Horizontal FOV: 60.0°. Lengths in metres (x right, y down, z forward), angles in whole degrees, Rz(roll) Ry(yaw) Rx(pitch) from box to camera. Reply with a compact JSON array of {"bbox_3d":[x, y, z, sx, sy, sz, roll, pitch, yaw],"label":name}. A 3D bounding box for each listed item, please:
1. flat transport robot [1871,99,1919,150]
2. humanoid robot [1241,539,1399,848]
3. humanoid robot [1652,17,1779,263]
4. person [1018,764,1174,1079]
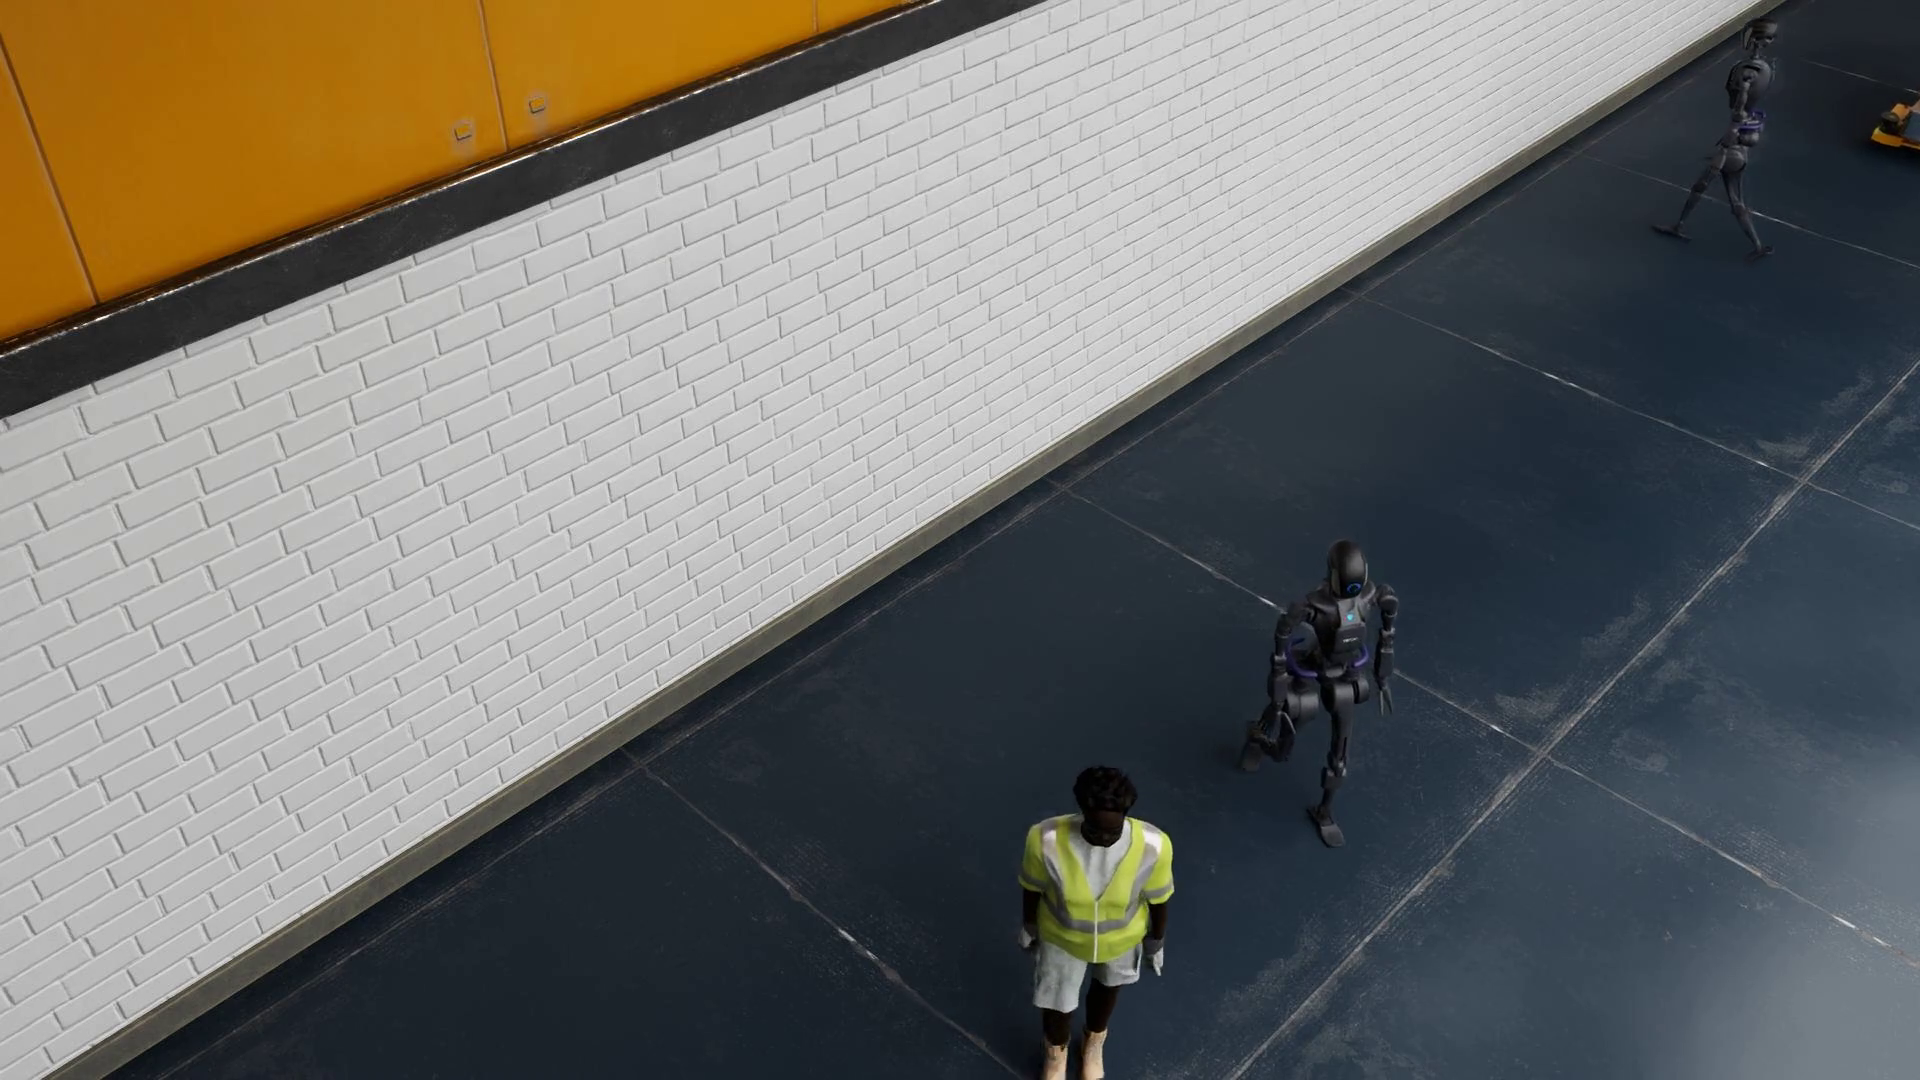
[{"bbox_3d":[7.851,-3.058,12.742,1.431,0.231,0.659,27,46,29],"label":"flat transport robot"},{"bbox_3d":[1.545,0.551,7.126,0.603,1.628,0.645,-9,40,-11],"label":"humanoid robot"},{"bbox_3d":[5.288,-2.683,11.197,0.799,1.645,0.609,19,42,22],"label":"humanoid robot"},{"bbox_3d":[0.481,1.452,5.963,0.550,1.682,0.444,0,39,-1],"label":"person"}]
